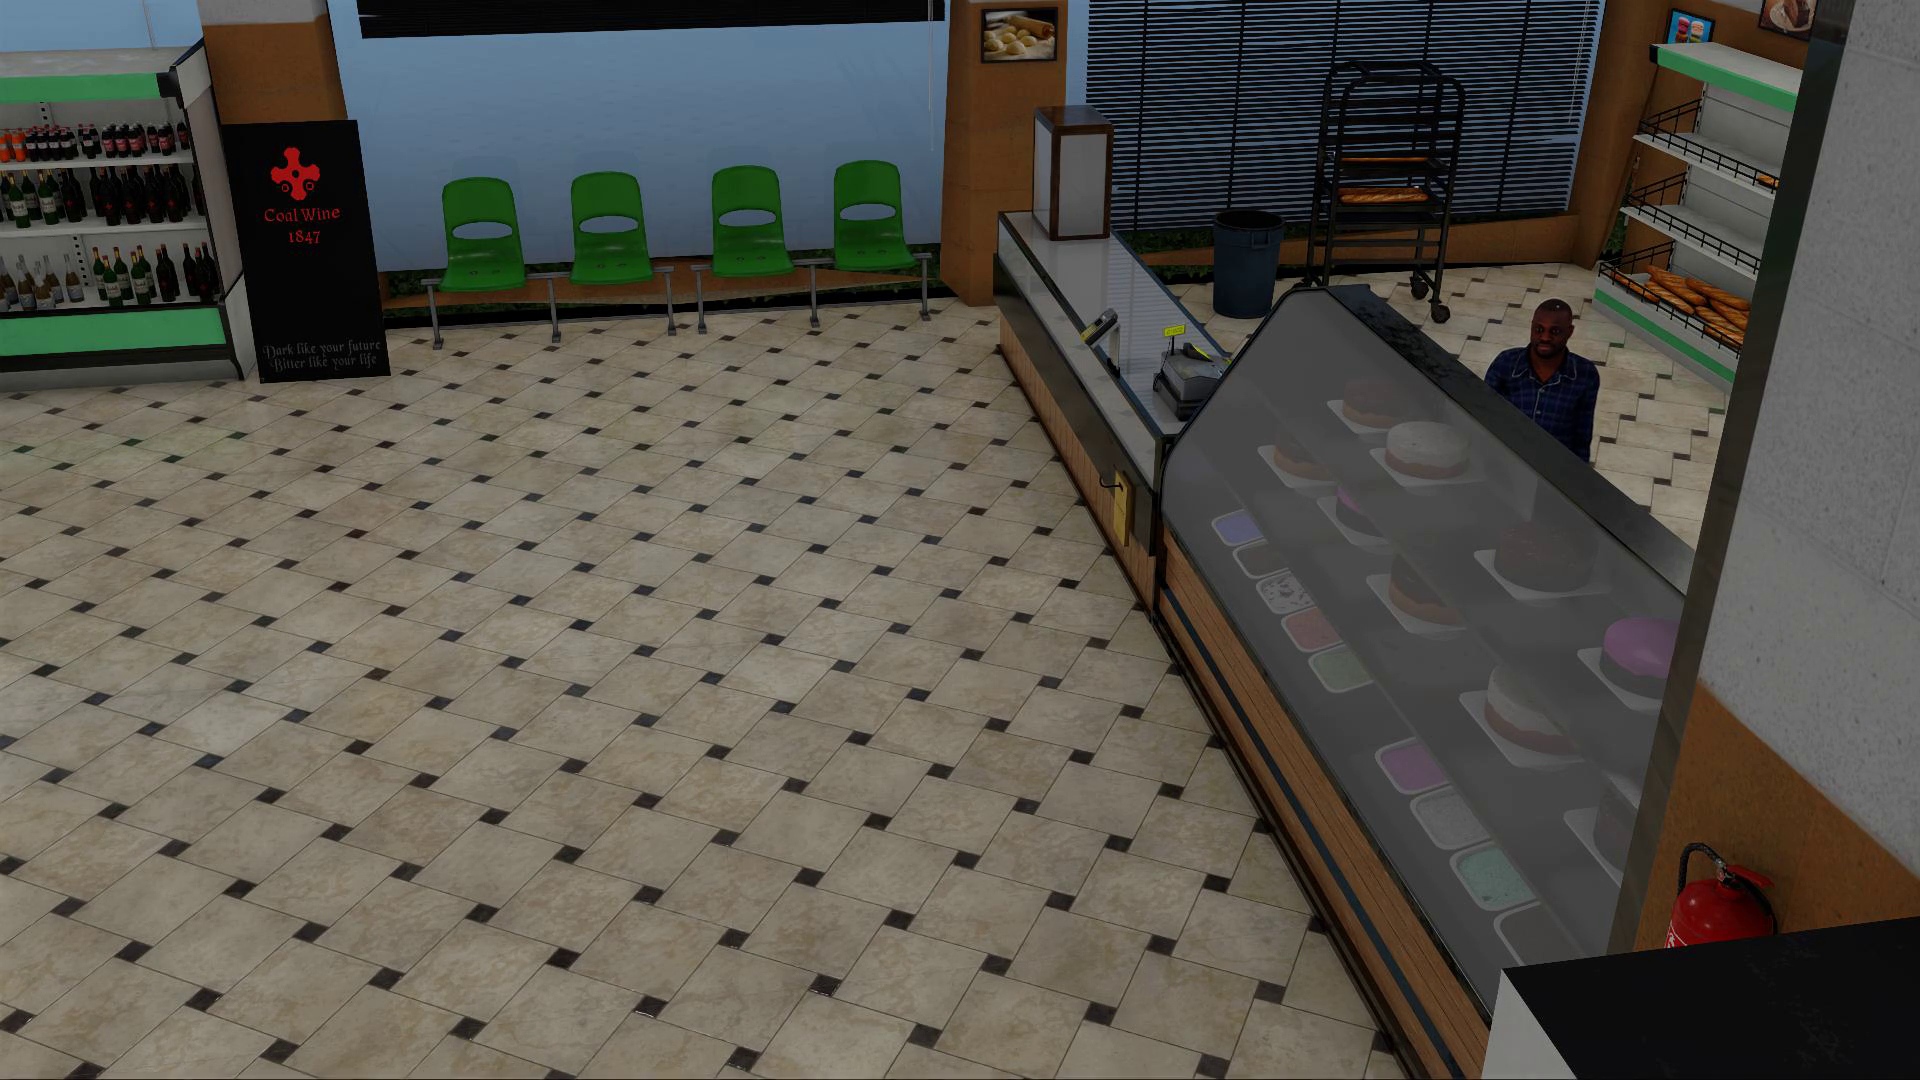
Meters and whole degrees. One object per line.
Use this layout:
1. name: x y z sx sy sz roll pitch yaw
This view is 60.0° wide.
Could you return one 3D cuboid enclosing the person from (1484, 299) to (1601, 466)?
1. person: 2.578 -0.228 7.578 0.731 1.824 0.844 9 28 18
